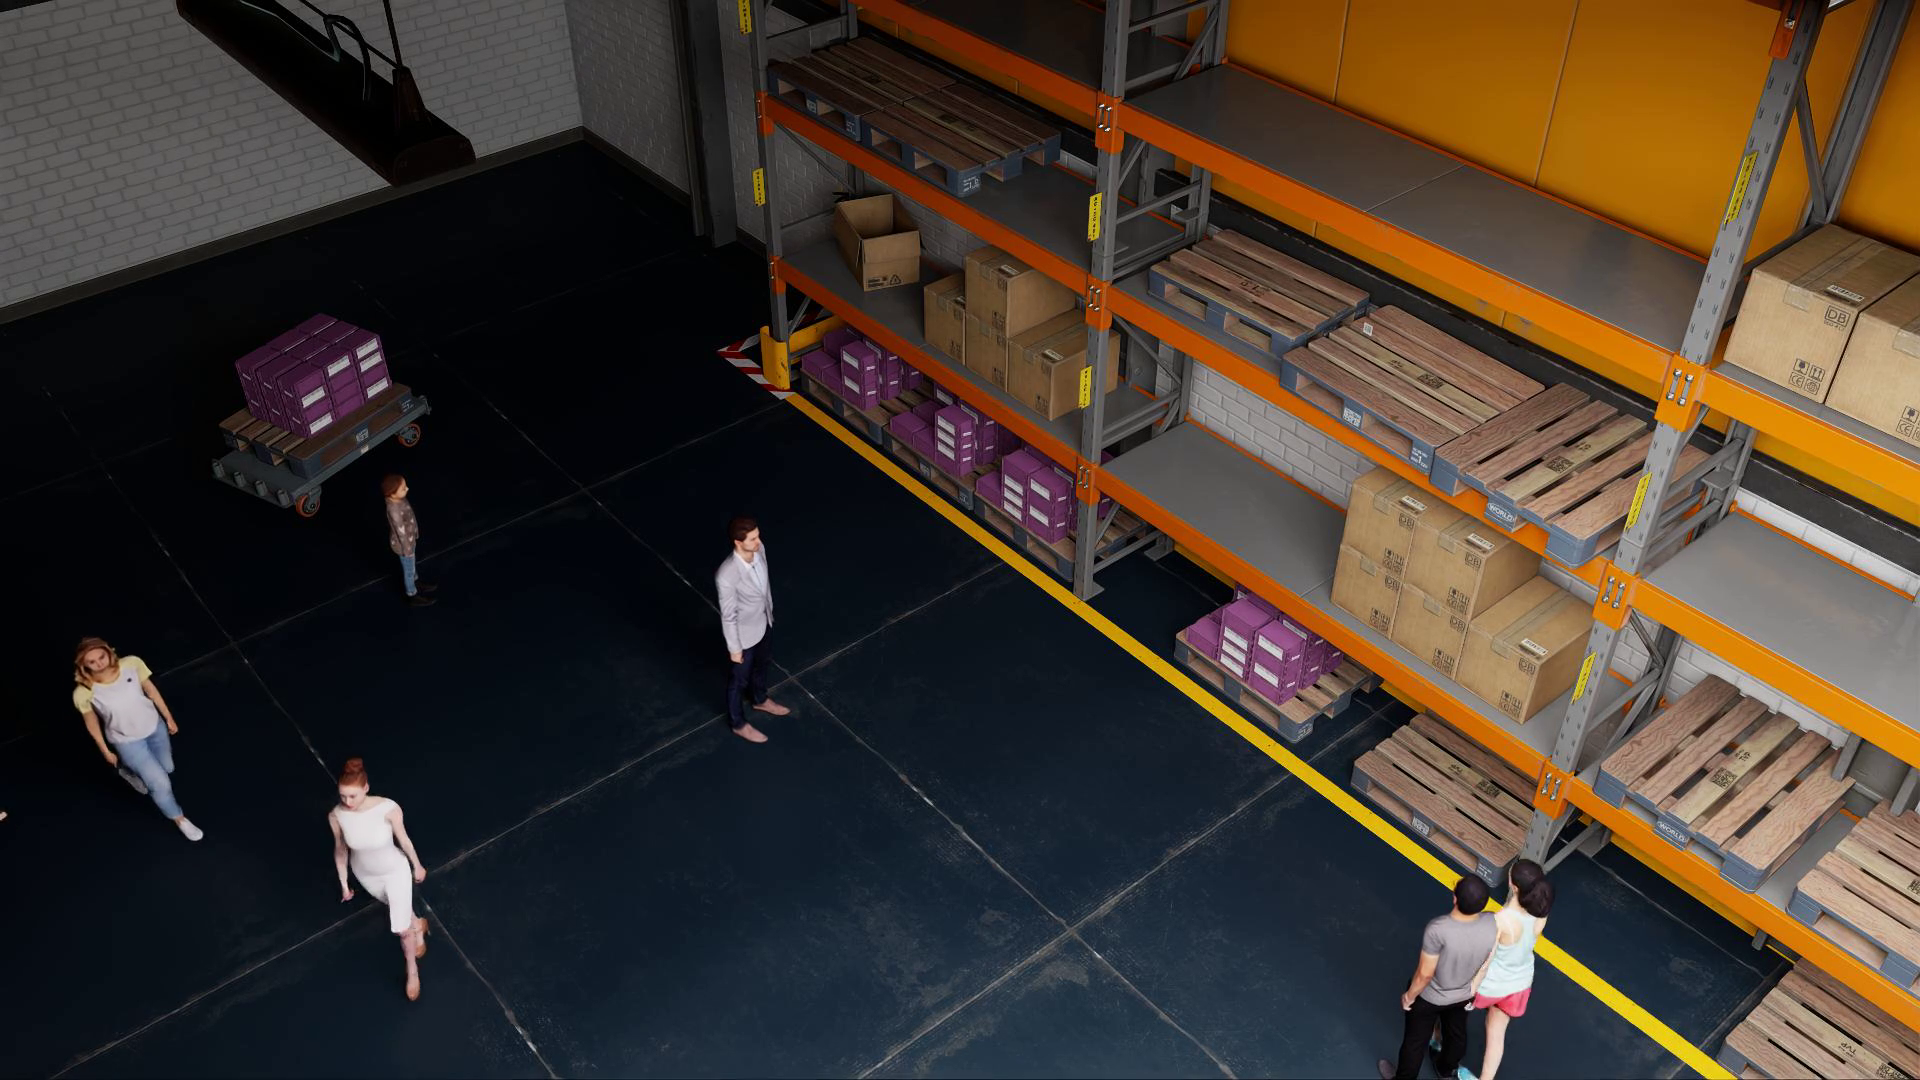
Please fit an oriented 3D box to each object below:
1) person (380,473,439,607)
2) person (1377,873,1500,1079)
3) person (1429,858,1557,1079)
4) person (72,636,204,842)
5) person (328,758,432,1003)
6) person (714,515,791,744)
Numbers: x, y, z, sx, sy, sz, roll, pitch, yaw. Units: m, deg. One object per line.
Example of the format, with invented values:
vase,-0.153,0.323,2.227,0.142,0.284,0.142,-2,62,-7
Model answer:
person,-4.197,-0.021,12.542,0.601,1.195,0.511,-8,39,-10
person,2.632,2.423,9.034,0.699,1.754,0.676,-10,40,-13
person,2.956,2.457,9.002,0.816,1.741,0.994,-12,40,-14
person,-5.295,1.216,10.586,1.035,1.703,0.799,23,44,26
person,-3.328,1.873,9.707,0.828,1.773,0.897,0,39,1
person,-1.445,0.572,11.277,0.707,1.847,0.751,18,42,21
